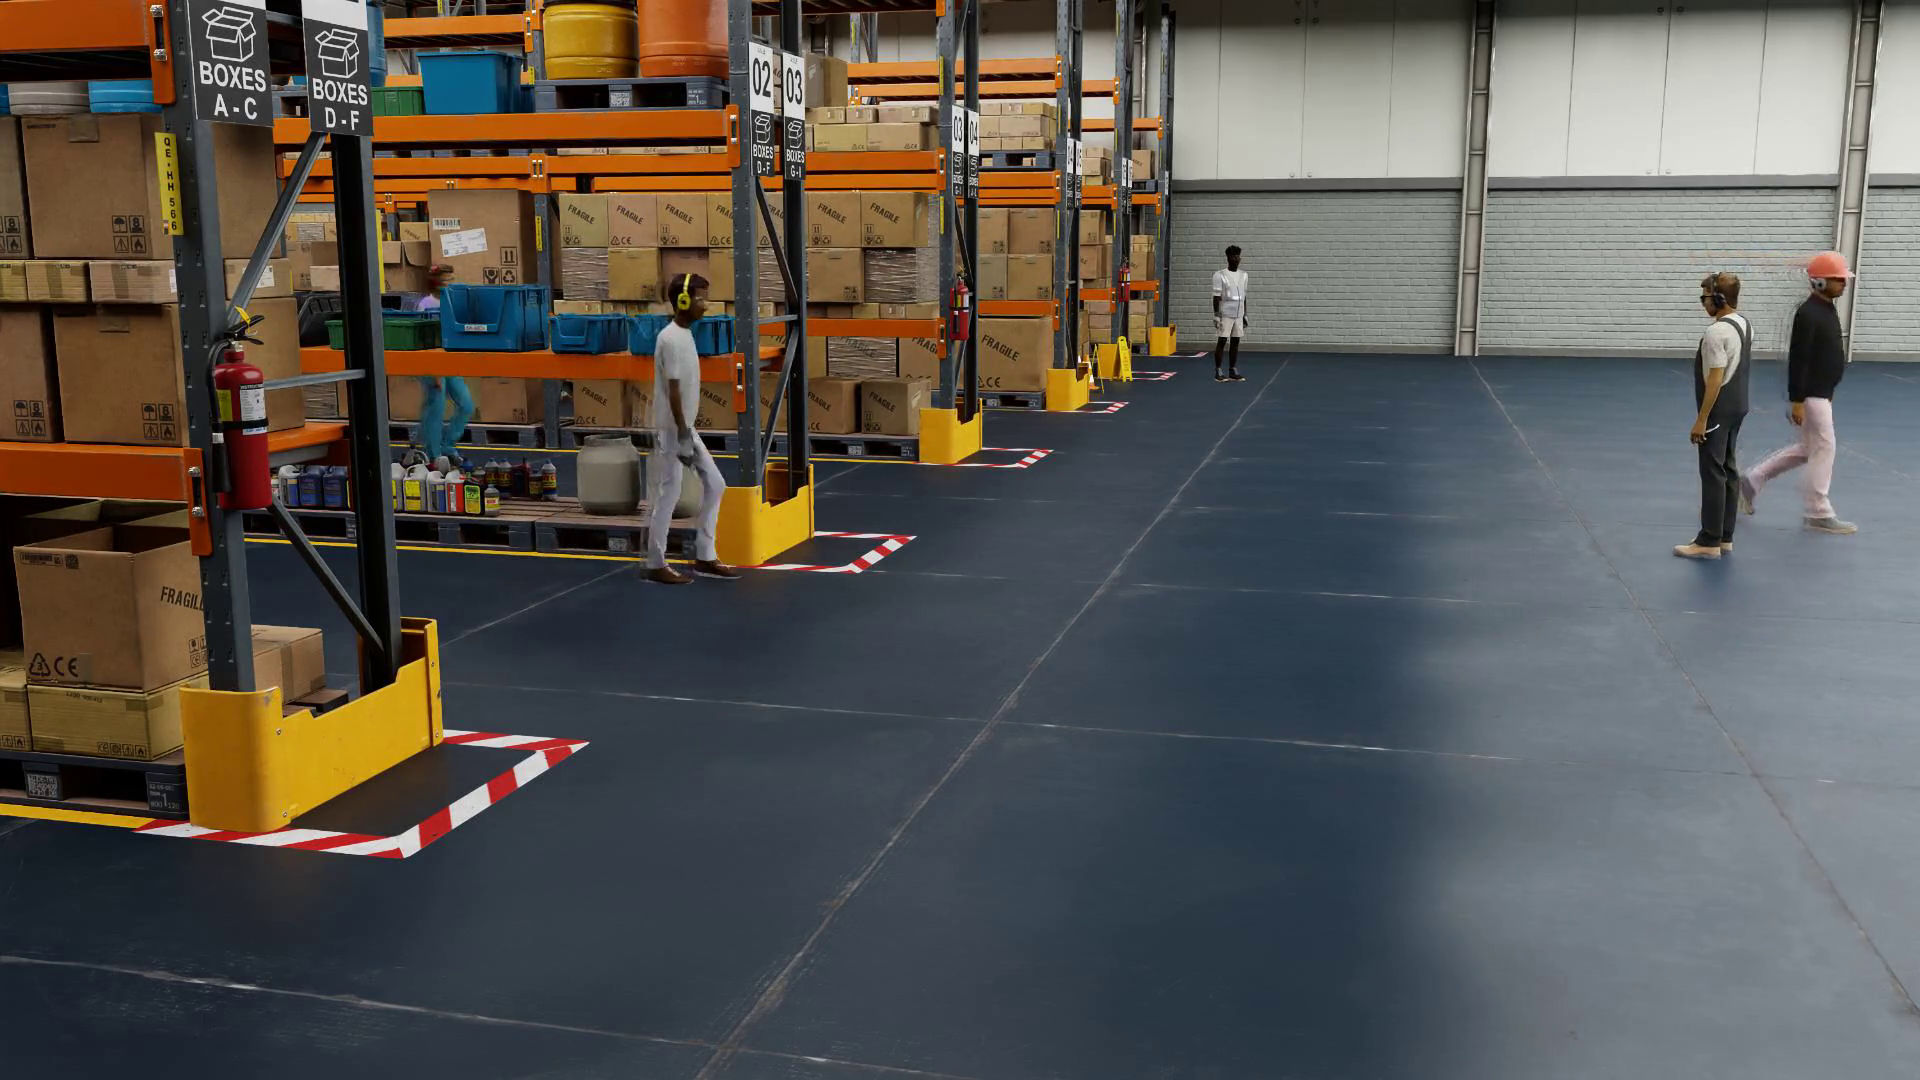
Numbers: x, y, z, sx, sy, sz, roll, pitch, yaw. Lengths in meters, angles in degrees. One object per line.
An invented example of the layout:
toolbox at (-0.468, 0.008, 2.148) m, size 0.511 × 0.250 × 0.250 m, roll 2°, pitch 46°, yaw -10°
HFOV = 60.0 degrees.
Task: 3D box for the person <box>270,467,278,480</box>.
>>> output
person at (-5.725, -1.225, 13.467) m, size 0.320 × 1.698 × 0.537 m, roll -1°, pitch 10°, yaw -7°

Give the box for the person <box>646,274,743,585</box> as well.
person at (-1.563, -0.639, 9.829) m, size 0.726 × 1.836 × 0.577 m, roll 1°, pitch 10°, yaw 3°

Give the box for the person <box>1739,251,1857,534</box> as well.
person at (5.958, -1.050, 11.752) m, size 0.802 × 1.968 × 0.622 m, roll 8°, pitch 13°, yaw 39°

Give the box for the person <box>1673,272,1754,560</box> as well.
person at (4.861, -0.792, 10.687) m, size 0.505 × 1.840 × 0.346 m, roll -10°, pitch 14°, yaw -44°

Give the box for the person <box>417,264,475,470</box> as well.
person at (-4.515, -1.492, 14.570) m, size 0.509 × 1.826 × 0.611 m, roll 1°, pitch 10°, yaw 7°

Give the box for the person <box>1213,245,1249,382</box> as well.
person at (3.917, -3.262, 24.025) m, size 0.614 × 1.960 × 0.361 m, roll -6°, pitch 12°, yaw -29°

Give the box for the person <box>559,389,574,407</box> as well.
person at (-5.156, -2.563, 20.372) m, size 1.007 × 1.882 × 0.653 m, roll 2°, pitch 10°, yaw 10°
